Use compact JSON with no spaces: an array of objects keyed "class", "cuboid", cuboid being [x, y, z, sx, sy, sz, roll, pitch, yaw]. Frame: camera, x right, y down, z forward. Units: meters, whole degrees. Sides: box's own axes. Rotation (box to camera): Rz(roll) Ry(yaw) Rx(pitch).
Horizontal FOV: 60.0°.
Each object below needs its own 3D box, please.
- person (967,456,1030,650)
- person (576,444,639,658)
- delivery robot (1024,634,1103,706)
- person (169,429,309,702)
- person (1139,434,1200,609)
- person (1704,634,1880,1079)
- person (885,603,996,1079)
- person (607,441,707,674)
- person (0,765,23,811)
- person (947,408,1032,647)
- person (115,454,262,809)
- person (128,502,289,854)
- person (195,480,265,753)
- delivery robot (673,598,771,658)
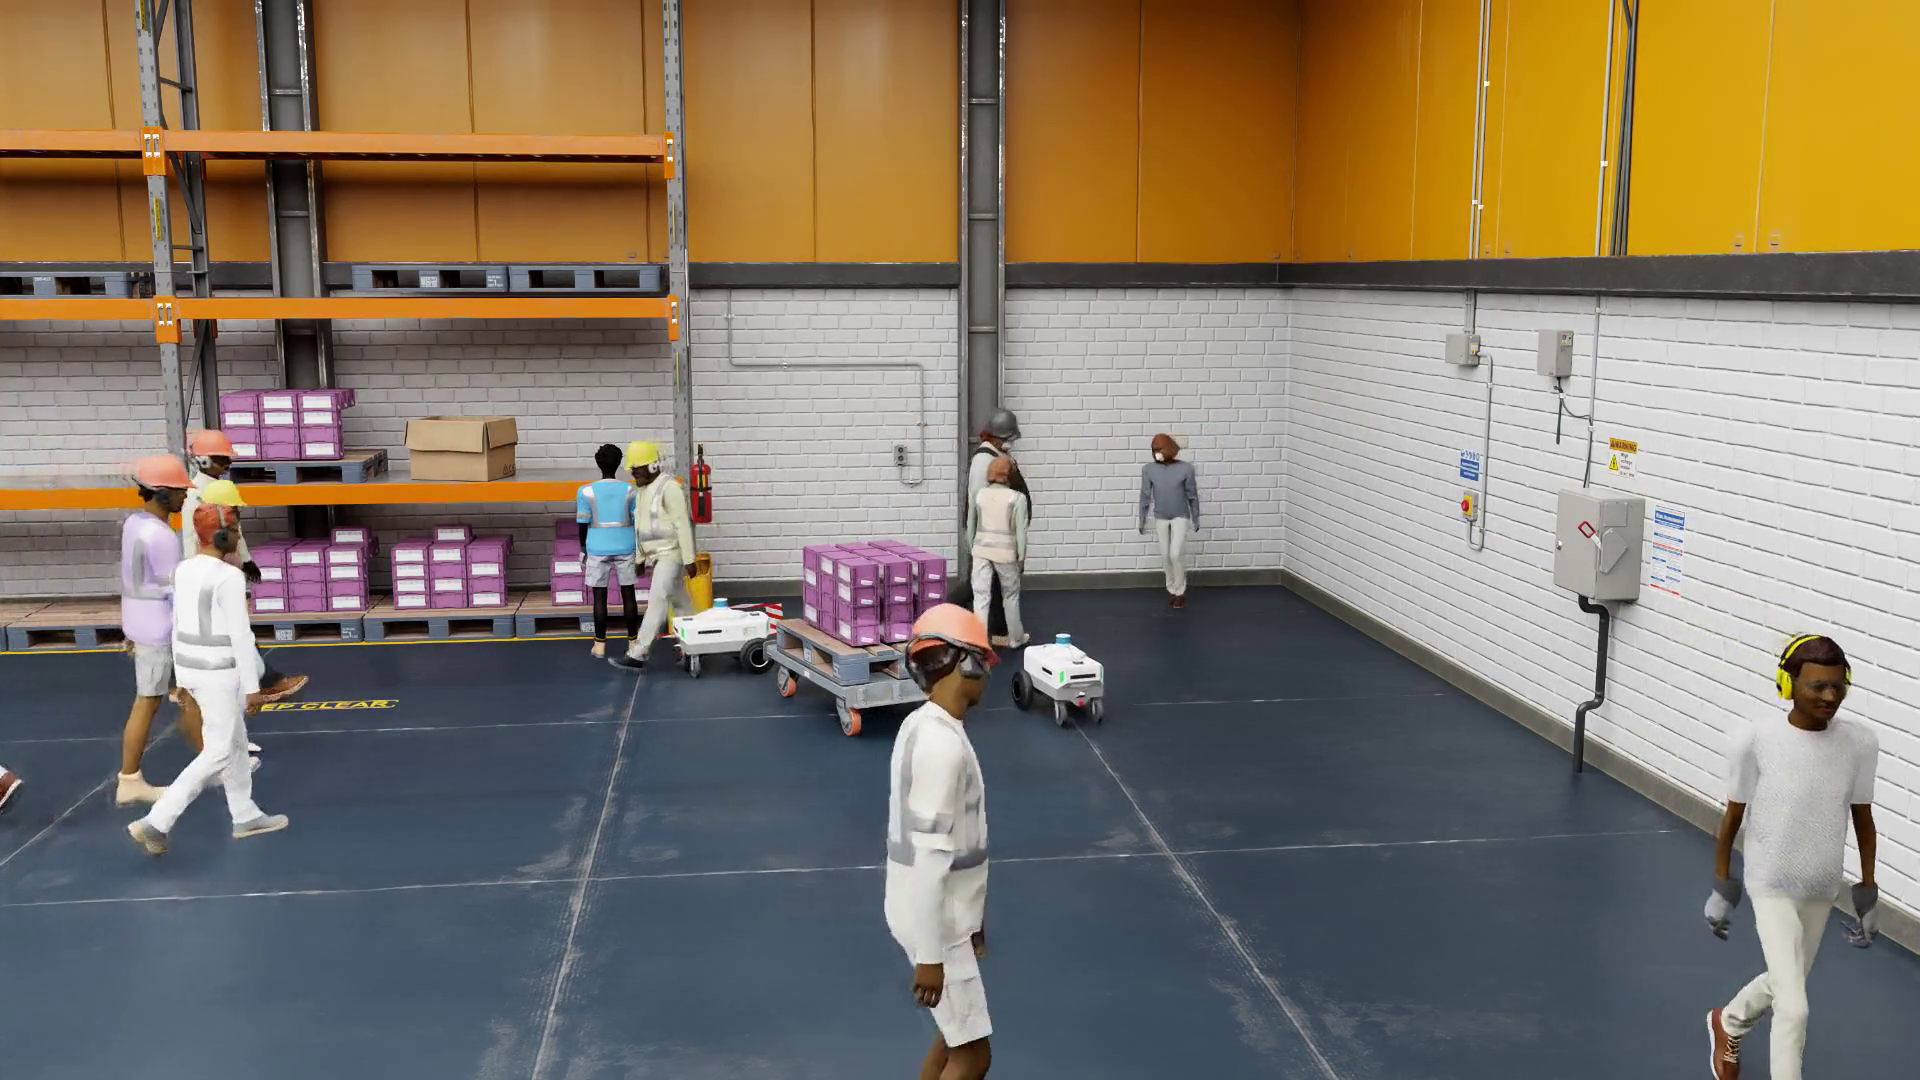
[{"class":"person","cuboid":[0.297,0.137,13.109,0.540,1.588,0.837,3,10,18]},{"class":"person","cuboid":[-2.756,0.086,13.154,0.542,1.695,0.316,-3,10,-19]},{"class":"delivery robot","cuboid":[0.706,0.888,11.396,0.477,0.478,0.707,-4,10,-19]},{"class":"person","cuboid":[-5.158,0.190,11.718,1.004,1.939,0.628,-2,9,-11]},{"class":"person","cuboid":[1.900,-0.174,15.066,0.516,1.596,0.557,5,10,27]},{"class":"person","cuboid":[2.903,1.197,5.849,0.535,1.828,0.947,0,9,-2]},{"class":"person","cuboid":[-0.046,1.210,5.296,0.386,1.975,0.708,-1,9,-5]},{"class":"person","cuboid":[-2.338,0.127,12.674,0.913,1.769,0.619,-6,11,-31]},{"class":"person","cuboid":[-5.442,0.691,8.907,0.459,1.852,0.503,-2,9,-13]},{"class":"person","cuboid":[0.206,-0.128,13.417,0.755,2.000,0.735,1,9,7]},{"class":"person","cuboid":[-4.457,0.508,9.541,0.931,2.003,0.637,-7,11,-36]},{"class":"person","cuboid":[-3.954,0.734,8.656,0.605,1.859,0.812,7,12,38]},{"class":"person","cuboid":[-4.607,0.493,10.467,0.449,1.752,0.526,-6,11,-35]},{"class":"delivery robot","cuboid":[-1.816,0.687,12.665,0.707,0.478,0.477,-3,10,-19]}]
